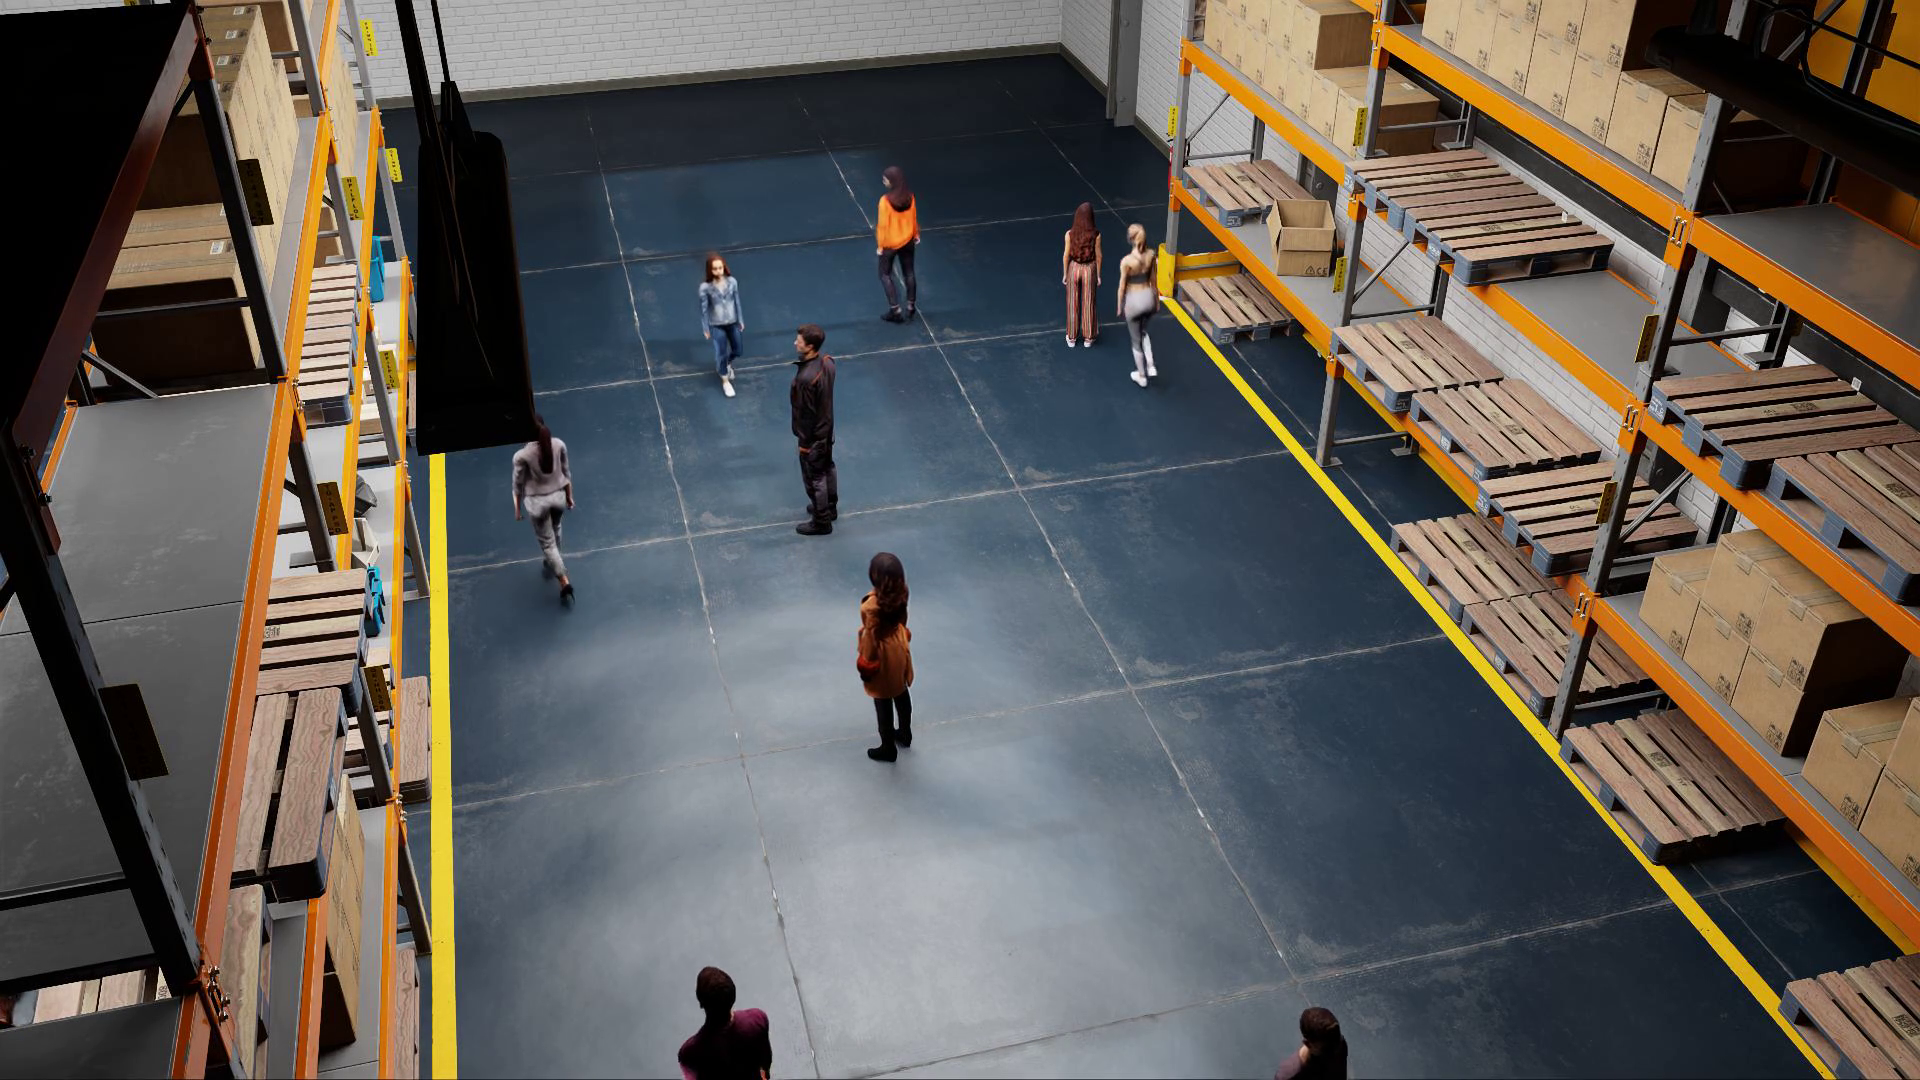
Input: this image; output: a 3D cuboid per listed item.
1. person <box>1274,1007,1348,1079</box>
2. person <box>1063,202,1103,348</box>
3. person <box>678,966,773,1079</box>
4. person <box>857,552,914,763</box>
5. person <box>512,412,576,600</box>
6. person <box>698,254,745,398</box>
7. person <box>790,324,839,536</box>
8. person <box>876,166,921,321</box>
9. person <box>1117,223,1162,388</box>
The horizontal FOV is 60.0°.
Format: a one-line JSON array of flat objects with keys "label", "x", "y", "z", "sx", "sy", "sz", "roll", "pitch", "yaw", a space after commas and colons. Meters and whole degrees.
[{"label": "person", "x": 1.665, "y": 2.942, "z": 8.360, "sx": 0.878, "sy": 1.837, "sz": 0.988, "roll": -26, "pitch": 42, "yaw": -34}, {"label": "person", "x": 1.259, "y": -2.746, "z": 17.166, "sx": 0.622, "sy": 1.561, "sz": 0.614, "roll": 3, "pitch": 34, "yaw": 5}, {"label": "person", "x": -1.122, "y": 2.927, "z": 8.403, "sx": 0.879, "sy": 1.814, "sz": 1.167, "roll": -19, "pitch": 38, "yaw": -26}, {"label": "person", "x": -0.516, "y": 0.814, "z": 11.667, "sx": 0.826, "sy": 1.720, "sz": 0.782, "roll": 20, "pitch": 39, "yaw": 27}, {"label": "person", "x": -3.296, "y": -0.249, "z": 13.327, "sx": 0.857, "sy": 1.653, "sz": 1.038, "roll": -24, "pitch": 41, "yaw": -32}, {"label": "person", "x": -2.354, "y": -2.148, "z": 16.350, "sx": 0.668, "sy": 1.469, "sz": 0.718, "roll": -18, "pitch": 38, "yaw": -25}, {"label": "person", "x": -1.231, "y": -0.955, "z": 14.125, "sx": 0.853, "sy": 1.944, "sz": 0.717, "roll": 8, "pitch": 34, "yaw": 11}, {"label": "person", "x": -0.653, "y": -3.112, "z": 17.554, "sx": 0.783, "sy": 1.741, "sz": 0.716, "roll": -16, "pitch": 37, "yaw": -23}, {"label": "person", "x": 1.795, "y": -2.254, "z": 16.314, "sx": 0.650, "sy": 1.685, "sz": 0.654, "roll": -11, "pitch": 35, "yaw": -16}]
